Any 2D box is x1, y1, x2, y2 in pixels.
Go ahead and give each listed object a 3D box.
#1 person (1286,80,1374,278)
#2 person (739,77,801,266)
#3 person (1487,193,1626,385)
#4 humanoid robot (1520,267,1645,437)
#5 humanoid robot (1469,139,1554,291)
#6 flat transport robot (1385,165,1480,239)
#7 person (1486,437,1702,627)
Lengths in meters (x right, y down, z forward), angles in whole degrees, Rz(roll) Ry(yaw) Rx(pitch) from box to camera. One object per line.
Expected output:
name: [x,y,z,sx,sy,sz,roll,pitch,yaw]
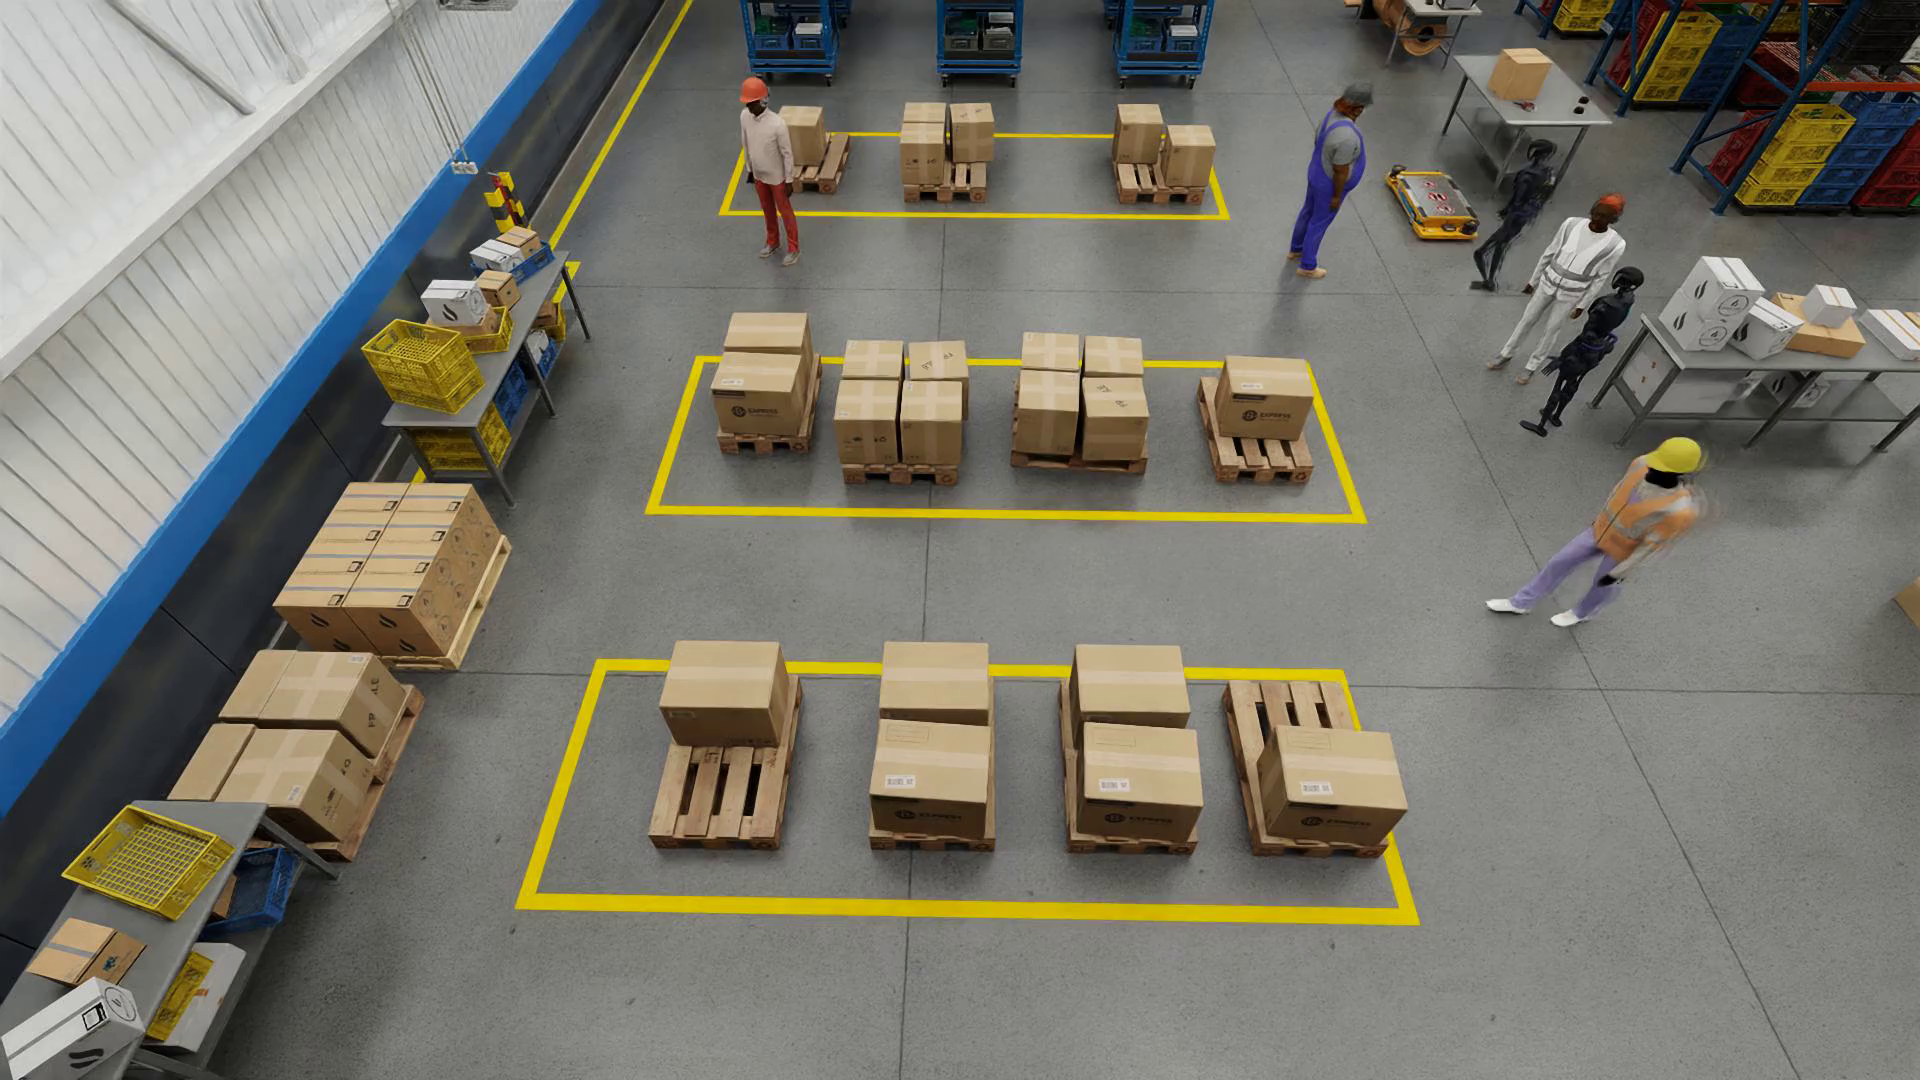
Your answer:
person: [3.922,-3.782,9.636,0.539,2.000,0.683,-3,49,-3]
person: [-2.047,-3.885,9.762,0.634,1.988,0.407,24,53,20]
person: [5.531,-2.298,8.456,0.356,1.881,0.573,-32,56,-24]
humanoid robot: [5.441,-1.644,8.015,0.595,1.657,0.326,-24,53,-20]
humanoid robot: [5.681,-3.326,9.480,0.432,1.640,0.631,33,57,25]
flat transport robot: [5.692,-4.094,11.059,0.652,0.197,1.431,1,49,1]
person: [4.492,0.019,6.435,0.880,1.891,0.600,-4,49,-3]
